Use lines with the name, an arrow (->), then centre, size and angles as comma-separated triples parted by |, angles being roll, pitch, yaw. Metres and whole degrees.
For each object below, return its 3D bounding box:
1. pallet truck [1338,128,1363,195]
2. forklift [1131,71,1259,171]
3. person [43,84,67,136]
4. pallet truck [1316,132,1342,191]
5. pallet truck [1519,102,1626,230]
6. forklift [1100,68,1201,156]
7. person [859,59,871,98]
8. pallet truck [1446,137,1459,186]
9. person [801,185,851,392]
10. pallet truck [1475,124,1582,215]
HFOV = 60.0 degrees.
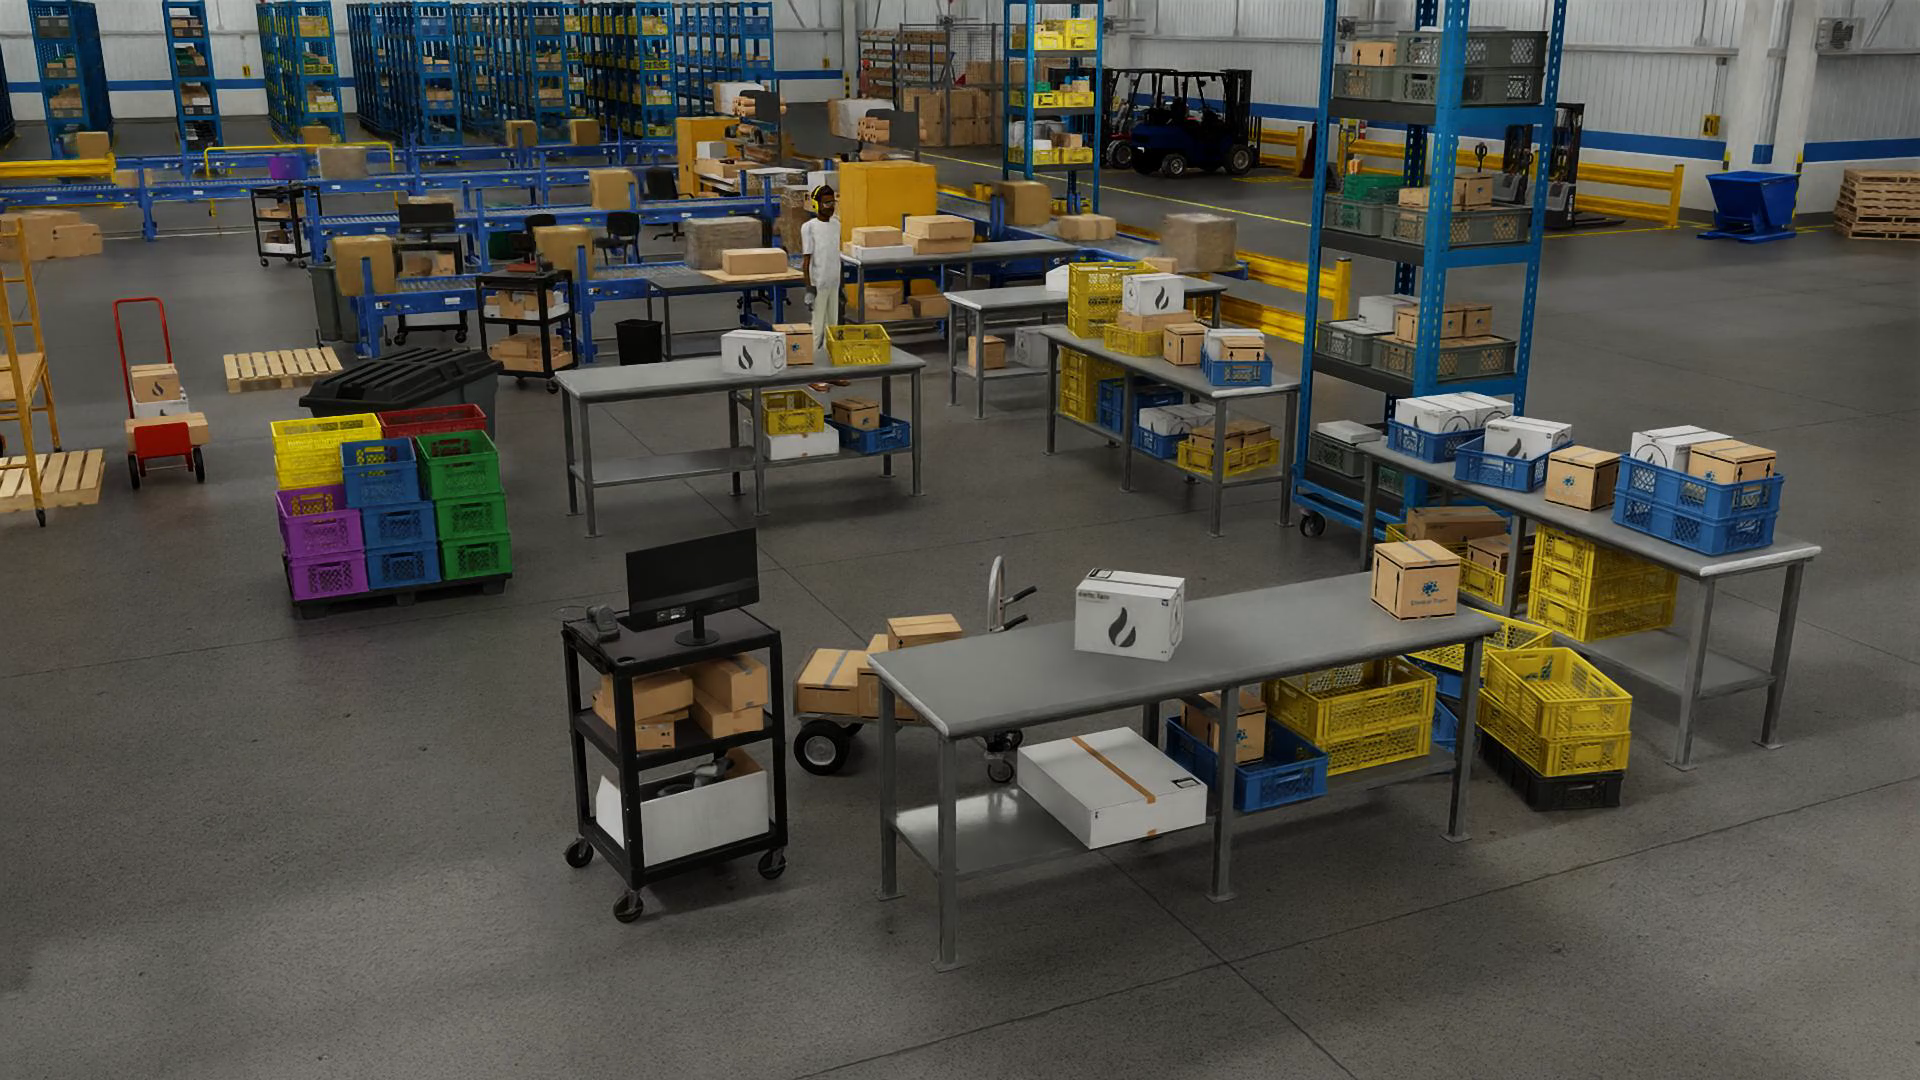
pallet truck -> 7.845, -7.140, 31.411 | 1.522, 1.261, 0.704 | -9, 20, -25
forklift -> 4.998, -8.936, 35.413 | 2.680, 1.987, 1.157 | -9, 20, -25
person -> -25.496, -12.332, 46.965 | 0.600, 1.797, 0.814 | -3, 18, -10
pallet truck -> 7.723, -7.504, 32.656 | 1.601, 1.201, 0.680 | -8, 19, -23
pallet truck -> 9.972, -6.037, 26.785 | 1.885, 1.965, 0.823 | -9, 20, -25
forklift -> 4.082, -9.564, 37.410 | 2.680, 1.987, 1.157 | -8, 19, -23
person -> -2.877, -13.605, 50.632 | 0.397, 1.991, 0.620 | -5, 18, -16
pallet truck -> 9.184, -6.485, 29.328 | 1.630, 1.274, 0.653 | -8, 19, -23
person -> -1.224, -2.301, 15.224 | 0.316, 1.870, 0.532 | 13, 22, 35
pallet truck -> 9.707, -6.455, 28.103 | 1.885, 1.965, 0.823 | -7, 19, -20
